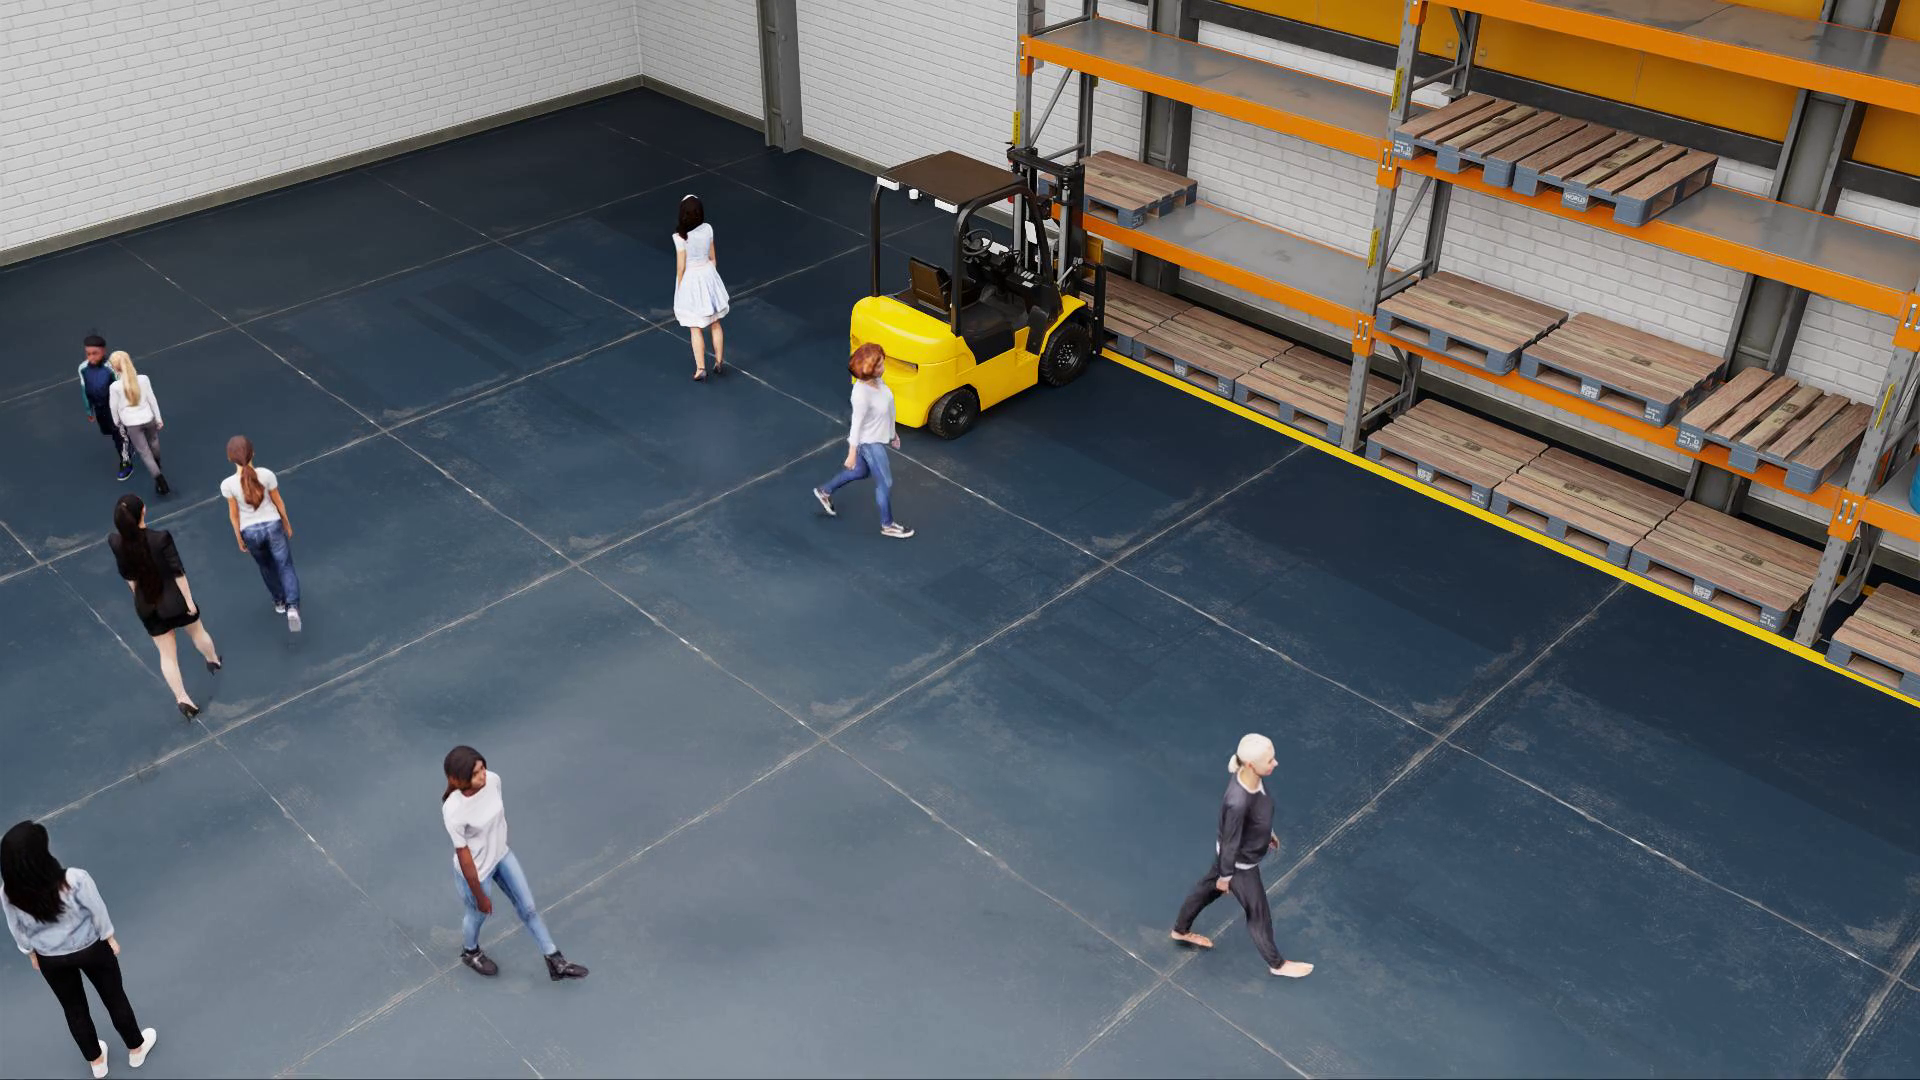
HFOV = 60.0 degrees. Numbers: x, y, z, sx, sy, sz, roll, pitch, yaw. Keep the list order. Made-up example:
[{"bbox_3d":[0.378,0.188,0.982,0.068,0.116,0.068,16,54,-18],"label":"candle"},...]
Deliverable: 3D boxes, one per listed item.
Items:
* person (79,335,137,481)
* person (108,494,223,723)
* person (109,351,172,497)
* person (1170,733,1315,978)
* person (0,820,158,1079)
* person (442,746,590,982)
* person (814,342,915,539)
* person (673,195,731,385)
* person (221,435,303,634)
[{"bbox_3d":[-7.219,-1.177,14.124,0.821,1.244,0.841,3,34,5],"label":"person"},{"bbox_3d":[-5.396,0.502,11.219,0.918,1.665,1.023,-3,34,-5],"label":"person"},{"bbox_3d":[-6.774,-0.943,13.769,0.483,1.248,0.876,-29,43,-36],"label":"person"},{"bbox_3d":[1.487,1.737,9.340,1.158,1.687,0.975,8,34,11],"label":"person"},{"bbox_3d":[-4.645,2.145,8.705,0.680,1.711,0.688,-10,35,-15],"label":"person"},{"bbox_3d":[-2.706,1.805,9.239,1.116,1.686,0.825,14,36,21],"label":"person"},{"bbox_3d":[-0.811,-0.805,13.178,1.187,1.672,1.012,6,34,8],"label":"person"},{"bbox_3d":[-2.393,-2.302,15.299,0.726,1.819,0.751,-23,40,-31],"label":"person"},{"bbox_3d":[-5.068,-0.032,12.128,0.765,1.548,1.038,-14,36,-20],"label":"person"}]
